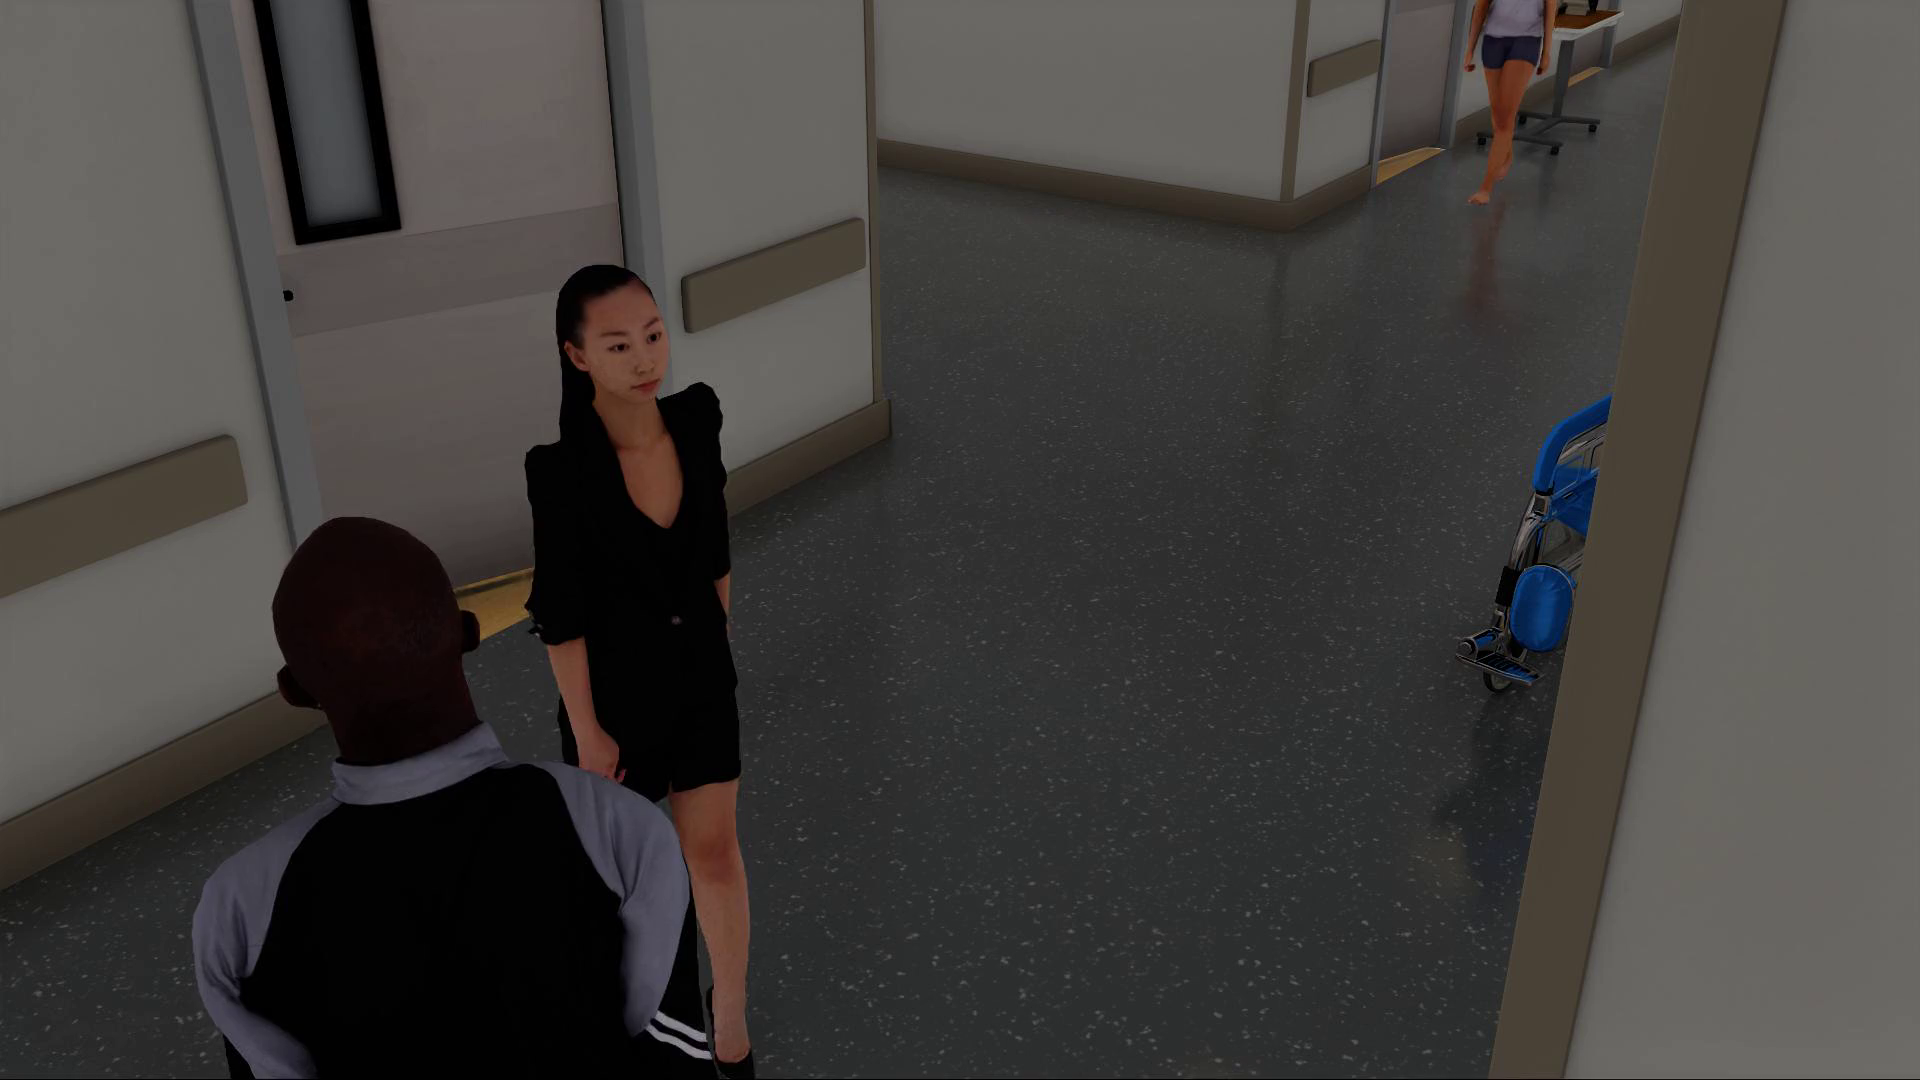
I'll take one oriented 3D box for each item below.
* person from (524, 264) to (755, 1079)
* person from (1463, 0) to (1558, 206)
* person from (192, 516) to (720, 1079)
[{"bbox_3d":[-0.656,0.276,3.185,0.931,1.674,0.806,-23,34,-39],"label":"person"},{"bbox_3d":[3.201,-2.826,9.602,0.617,1.687,1.149,16,30,30],"label":"person"},{"bbox_3d":[-0.492,0.845,1.850,1.006,1.810,1.069,-3,26,-6],"label":"person"}]
